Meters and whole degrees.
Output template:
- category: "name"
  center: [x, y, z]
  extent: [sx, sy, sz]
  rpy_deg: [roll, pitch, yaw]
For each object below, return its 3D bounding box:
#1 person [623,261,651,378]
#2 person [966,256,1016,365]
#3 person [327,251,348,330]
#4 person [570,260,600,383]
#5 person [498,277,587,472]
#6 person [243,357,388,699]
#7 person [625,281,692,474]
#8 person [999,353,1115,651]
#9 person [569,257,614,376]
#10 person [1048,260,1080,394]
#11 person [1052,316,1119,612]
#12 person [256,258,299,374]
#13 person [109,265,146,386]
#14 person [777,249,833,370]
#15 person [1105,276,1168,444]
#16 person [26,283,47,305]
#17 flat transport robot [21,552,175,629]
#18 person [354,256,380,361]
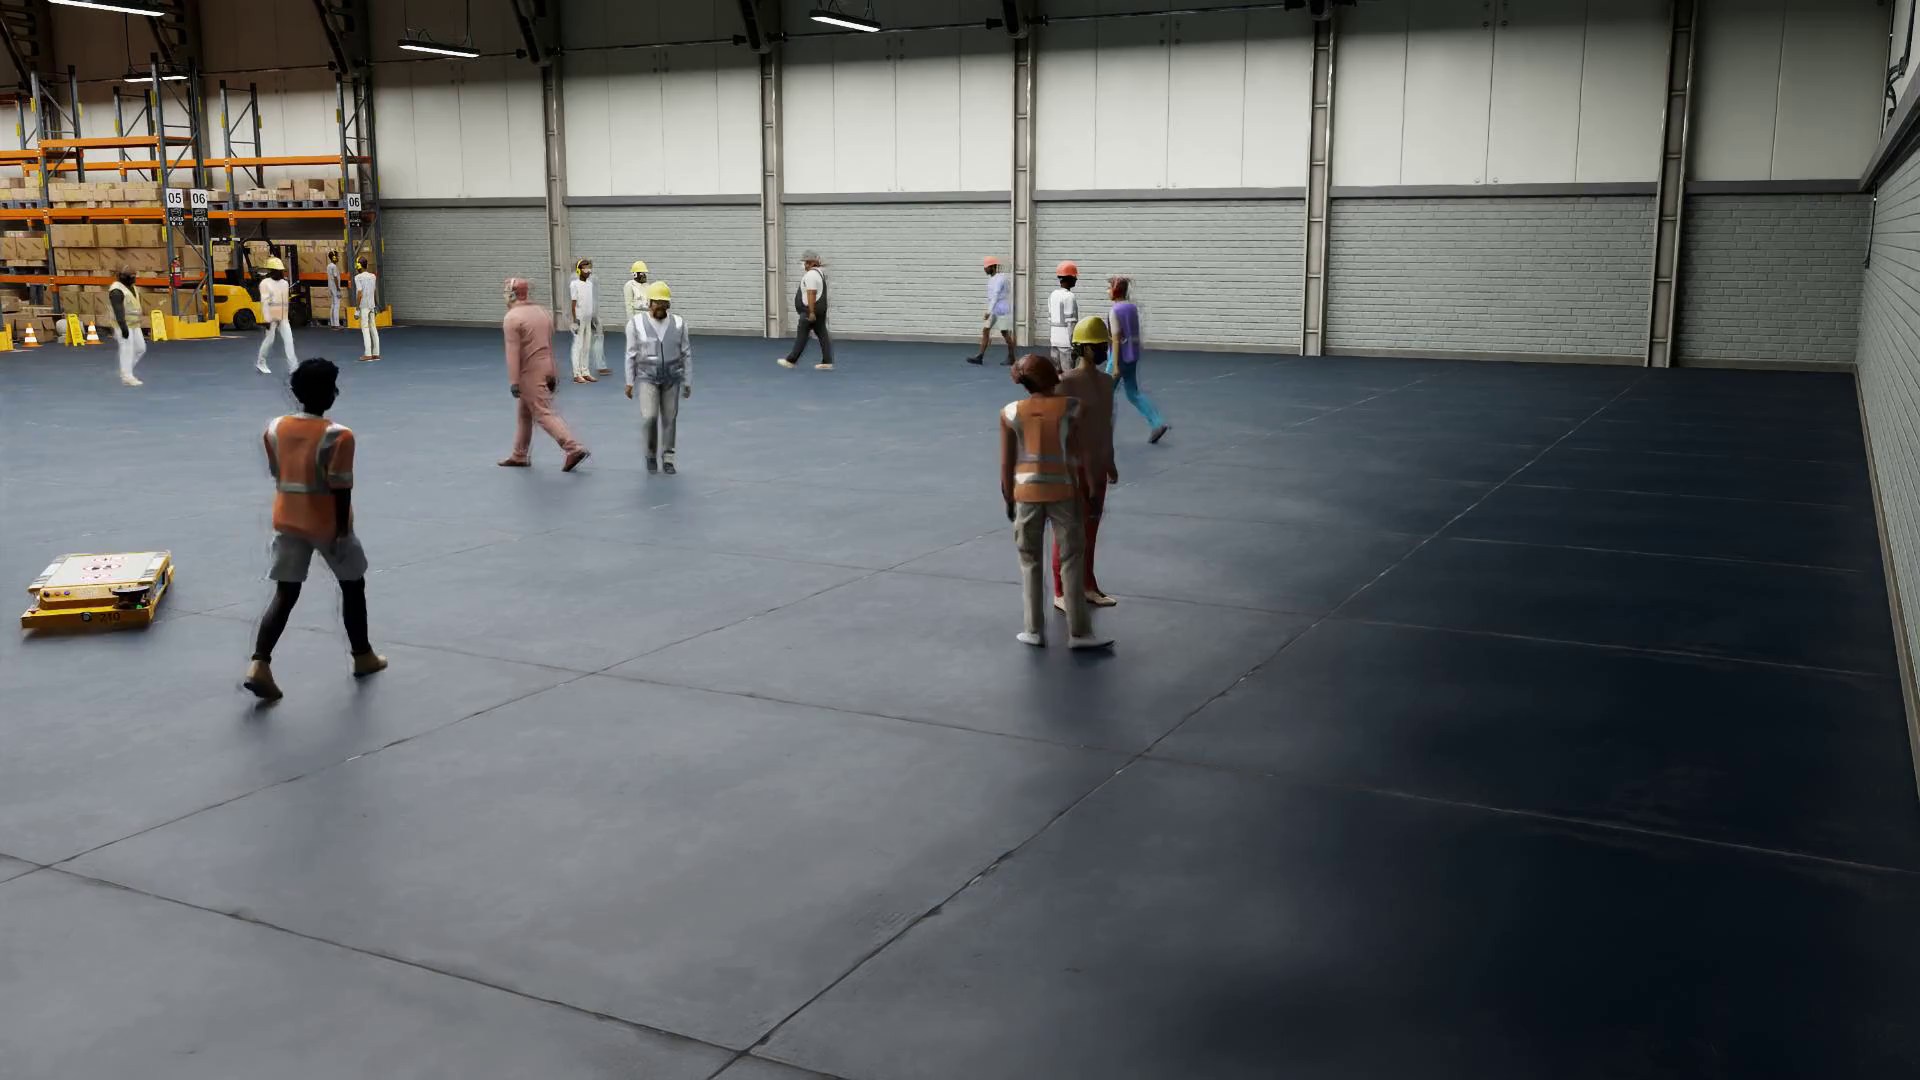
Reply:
- category: "person"
  center: [-5.054, -3.482, 26.297]
  extent: [0.404, 1.835, 0.588]
  rpy_deg: [5, 11, 23]
- category: "person"
  center: [0.548, -3.929, 28.603]
  extent: [0.971, 1.879, 0.553]
  rpy_deg: [-4, 11, -20]
- category: "person"
  center: [-14.868, -5.942, 39.613]
  extent: [0.317, 1.870, 0.531]
  rpy_deg: [-8, 13, -38]
- category: "person"
  center: [-5.729, -3.330, 25.370]
  extent: [0.333, 1.872, 0.515]
  rpy_deg: [4, 11, 23]
- category: "person"
  center: [-4.031, -1.581, 15.901]
  extent: [1.003, 1.858, 0.656]
  rpy_deg: [3, 11, 15]
- category: "person"
  center: [-3.208, -0.067, 8.156]
  extent: [0.522, 1.654, 0.866]
  rpy_deg: [3, 11, 14]
- category: "person"
  center: [-2.812, -1.511, 15.589]
  extent: [0.626, 1.813, 0.432]
  rpy_deg: [-4, 11, -21]
- category: "person"
  center: [0.533, -0.205, 9.043]
  extent: [0.666, 1.605, 0.370]
  rpy_deg: [2, 11, 13]
- category: "person"
  center: [-5.858, -3.524, 26.372]
  extent: [0.705, 1.888, 0.812]
  rpy_deg: [8, 13, 36]
- category: "person"
  center: [1.259, -2.345, 19.802]
  extent: [0.355, 1.943, 0.543]
  rpy_deg: [-5, 11, -24]
- category: "person"
  center: [0.762, -0.451, 9.951]
  extent: [0.318, 1.769, 0.522]
  rpy_deg: [9, 14, 41]
- category: "person"
  center: [-11.116, -3.629, 26.974]
  extent: [0.971, 1.884, 0.604]
  rpy_deg: [5, 12, 26]
- category: "person"
  center: [-12.392, -3.185, 24.761]
  extent: [0.461, 1.807, 0.668]
  rpy_deg: [0, 10, -2]
- category: "person"
  center: [-2.578, -3.857, 27.775]
  extent: [0.973, 2.000, 0.709]
  rpy_deg: [3, 11, 15]
- category: "person"
  center: [1.807, -1.931, 17.916]
  extent: [0.868, 1.817, 0.584]
  rpy_deg: [6, 12, 30]
- category: "person"
  center: [-24.750, -6.870, 44.560]
  extent: [0.403, 1.919, 0.587]
  rpy_deg: [4, 11, 23]
- category: "flat transport robot"
  center: [-5.195, 0.274, 10.081]
  extent: [0.652, 0.197, 1.431]
  rpy_deg: [-4, 11, -19]
- category: "person"
  center: [-10.634, -4.127, 29.735]
  extent: [0.328, 1.865, 0.518]
  rpy_deg: [4, 11, 21]
